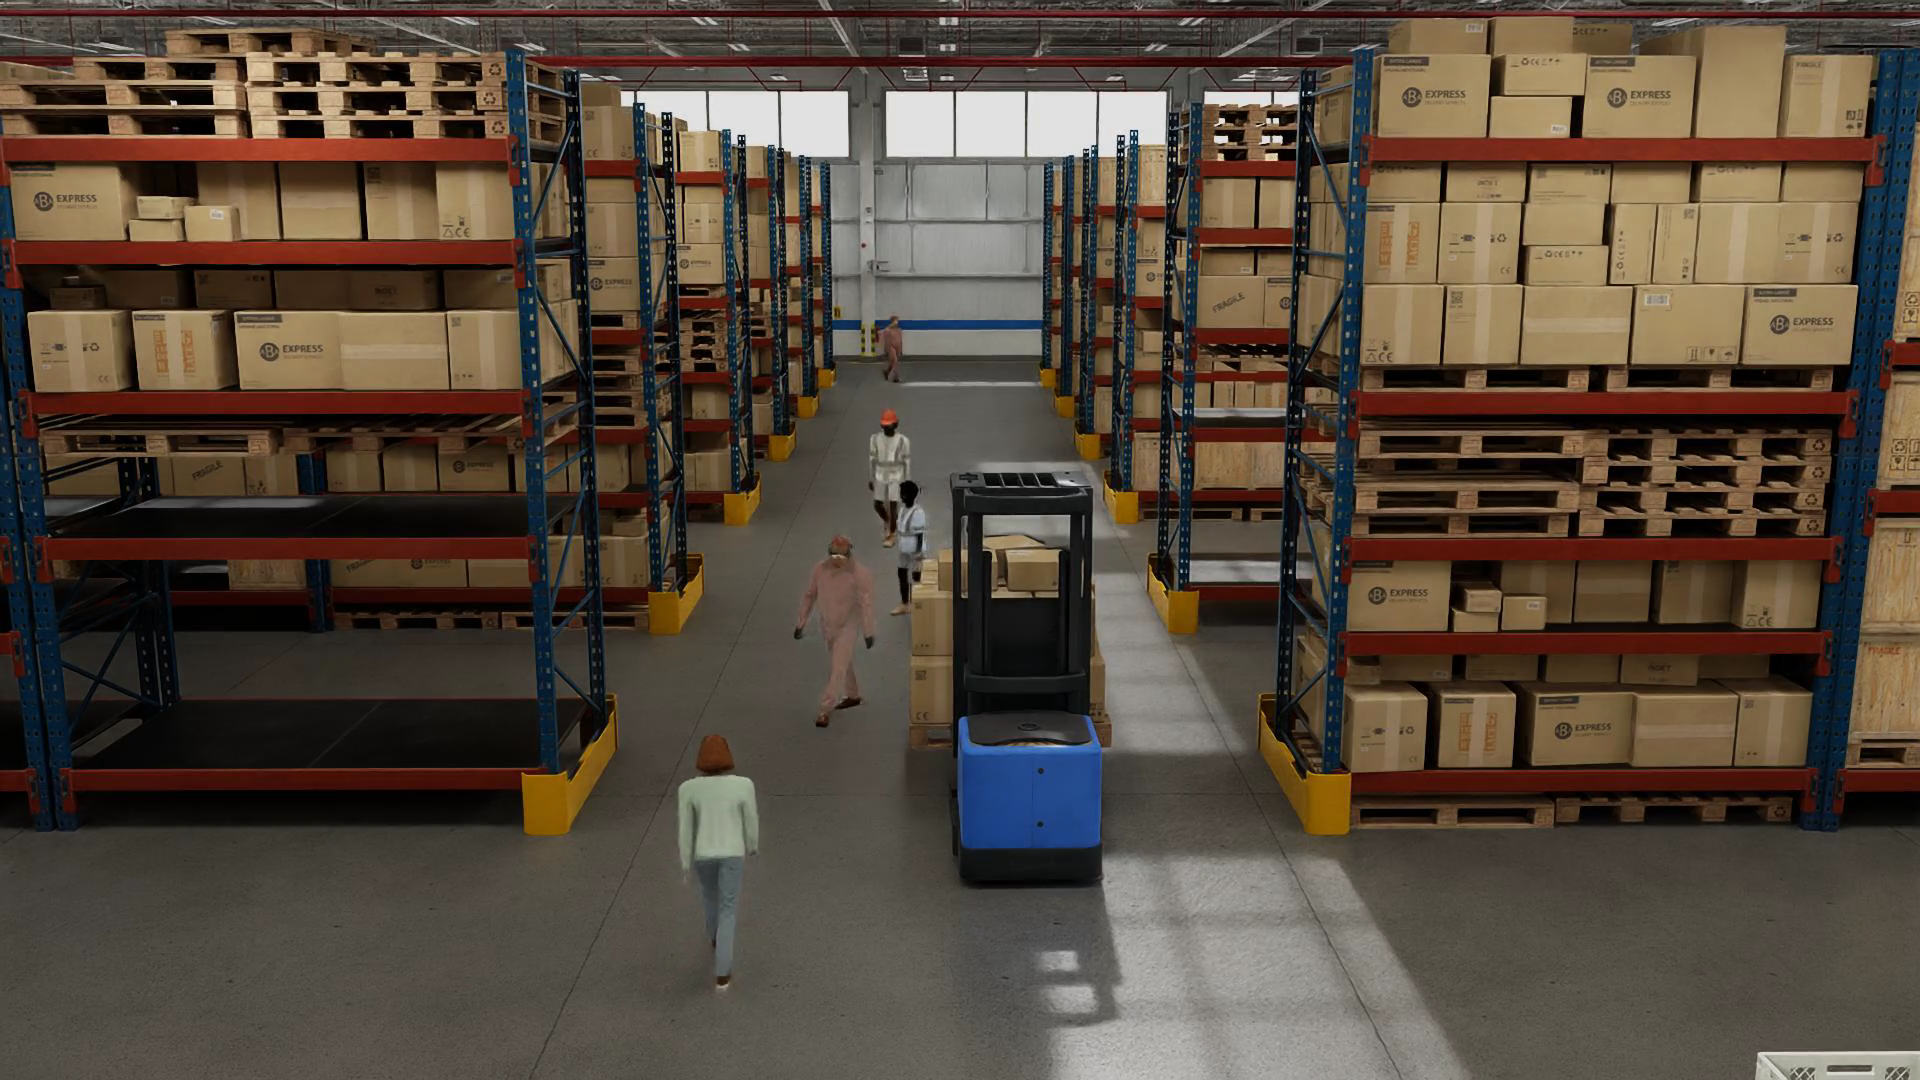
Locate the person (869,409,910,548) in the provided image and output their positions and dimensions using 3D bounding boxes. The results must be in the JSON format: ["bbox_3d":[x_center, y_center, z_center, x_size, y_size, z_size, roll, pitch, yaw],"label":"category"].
[{"bbox_3d":[-1.037,-0.904,24.284,0.629,2.033,0.447,3,12,16],"label":"person"}]

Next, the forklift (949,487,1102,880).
[{"bbox_3d":[0.495,0.986,12.813,1.129,2.768,1.873,0,11,-2],"label":"forklift"}]

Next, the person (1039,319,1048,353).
[{"bbox_3d":[2.698,-6.047,50.291,0.579,1.823,0.592,5,12,24],"label":"person"}]

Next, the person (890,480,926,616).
[{"bbox_3d":[-0.522,0.086,20.291,0.650,1.680,0.532,-7,13,-32],"label":"person"}]

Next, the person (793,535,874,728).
[{"bbox_3d":[-1.208,0.844,16.108,0.759,1.842,0.995,7,13,29],"label":"person"}]

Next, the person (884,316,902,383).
[{"bbox_3d":[-1.895,-5.379,46.846,0.745,1.886,0.657,9,15,39],"label":"person"}]

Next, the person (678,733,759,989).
[{"bbox_3d":[-1.565,2.041,10.807,0.496,1.585,0.852,0,11,2],"label":"person"}]
